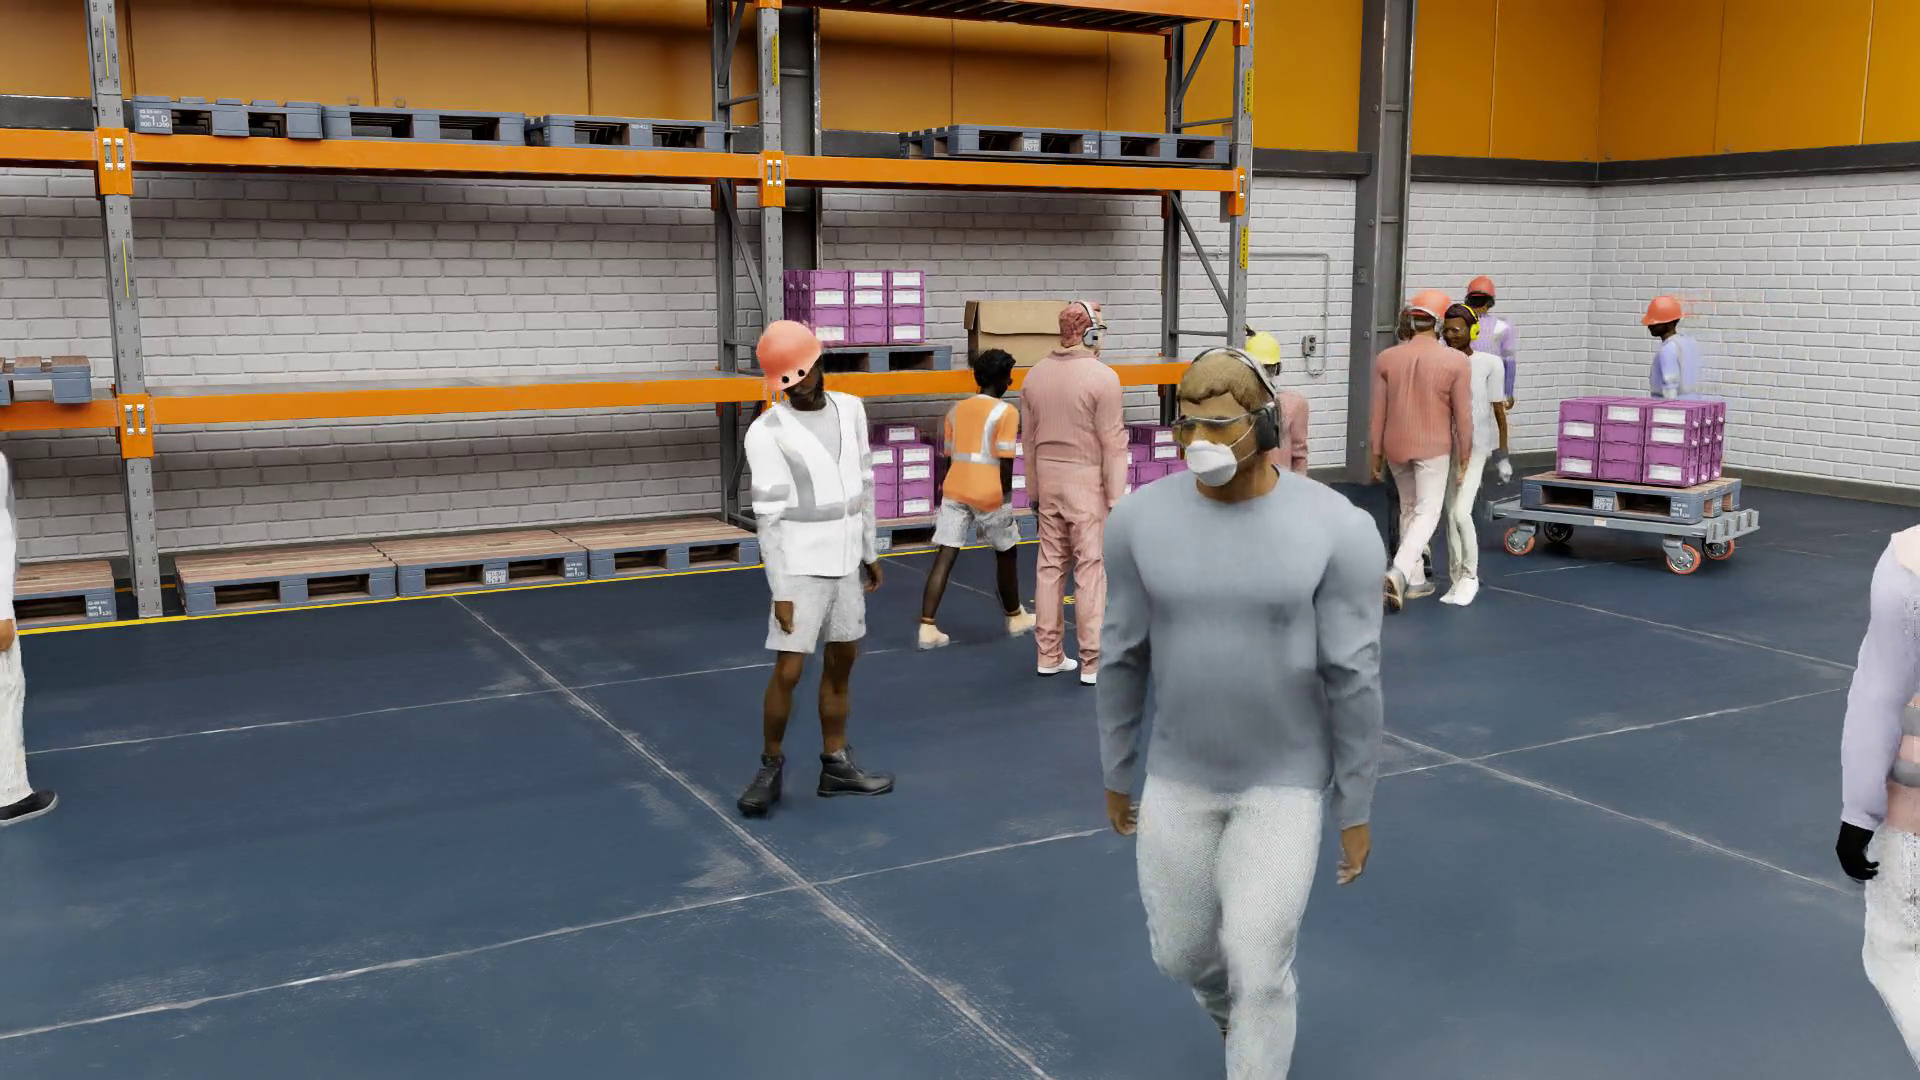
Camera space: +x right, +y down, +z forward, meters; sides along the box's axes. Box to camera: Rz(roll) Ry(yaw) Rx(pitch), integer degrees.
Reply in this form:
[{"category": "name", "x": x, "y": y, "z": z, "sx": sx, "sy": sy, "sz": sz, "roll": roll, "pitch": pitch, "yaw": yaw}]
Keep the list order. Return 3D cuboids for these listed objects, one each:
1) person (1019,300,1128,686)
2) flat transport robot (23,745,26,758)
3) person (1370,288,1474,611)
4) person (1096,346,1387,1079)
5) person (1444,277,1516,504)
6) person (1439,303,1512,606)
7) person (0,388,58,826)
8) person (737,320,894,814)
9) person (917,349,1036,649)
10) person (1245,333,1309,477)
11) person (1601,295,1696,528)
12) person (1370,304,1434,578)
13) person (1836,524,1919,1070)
[{"category": "person", "x": 0.602, "y": -0.234, "z": 8.306, "sx": 0.403, "sy": 1.911, "sz": 0.637, "roll": -8, "pitch": 13, "yaw": -42}, {"category": "flat transport robot", "x": -4.442, "y": 0.903, "z": 6.351, "sx": 1.431, "sy": 0.197, "sz": 0.652, "roll": -3, "pitch": 10, "yaw": -19}, {"category": "person", "x": 2.774, "y": -0.547, "z": 10.102, "sx": 0.621, "sy": 1.959, "sz": 0.934, "roll": 7, "pitch": 12, "yaw": 37}, {"category": "person", "x": 0.631, "y": 0.520, "z": 3.730, "sx": 0.646, "sy": 1.919, "sz": 0.717, "roll": 4, "pitch": 10, "yaw": 23}, {"category": "person", "x": 4.599, "y": -1.332, "z": 14.783, "sx": 0.609, "sy": 1.996, "sz": 1.069, "roll": 5, "pitch": 10, "yaw": 27}, {"category": "person", "x": 3.047, "y": -0.507, "z": 10.134, "sx": 0.507, "sy": 1.849, "sz": 0.571, "roll": -9, "pitch": 13, "yaw": -43}, {"category": "person", "x": -3.693, "y": 0.198, "z": 5.999, "sx": 0.616, "sy": 1.801, "sz": 0.670, "roll": 3, "pitch": 10, "yaw": 20}, {"category": "person", "x": -0.545, "y": 0.110, "z": 6.319, "sx": 0.376, "sy": 1.883, "sz": 0.659, "roll": 8, "pitch": 12, "yaw": 41}, {"category": "person", "x": 0.094, "y": -0.229, "z": 9.119, "sx": 0.548, "sy": 1.622, "sz": 0.861, "roll": 8, "pitch": 12, "yaw": 41}, {"category": "person", "x": 1.635, "y": -0.280, "z": 9.168, "sx": 0.542, "sy": 1.720, "sz": 0.919, "roll": 2, "pitch": 9, "yaw": 10}, {"category": "person", "x": 5.492, "y": -0.952, "z": 12.842, "sx": 1.024, "sy": 1.862, "sz": 0.582, "roll": 9, "pitch": 13, "yaw": 43}, {"category": "person", "x": 2.956, "y": -0.618, "z": 10.877, "sx": 0.540, "sy": 1.830, "sz": 0.461, "roll": 1, "pitch": 9, "yaw": 6}, {"category": "person", "x": 2.220, "y": 0.592, "z": 3.530, "sx": 0.638, "sy": 1.821, "sz": 0.636, "roll": 1, "pitch": 9, "yaw": 5}]
